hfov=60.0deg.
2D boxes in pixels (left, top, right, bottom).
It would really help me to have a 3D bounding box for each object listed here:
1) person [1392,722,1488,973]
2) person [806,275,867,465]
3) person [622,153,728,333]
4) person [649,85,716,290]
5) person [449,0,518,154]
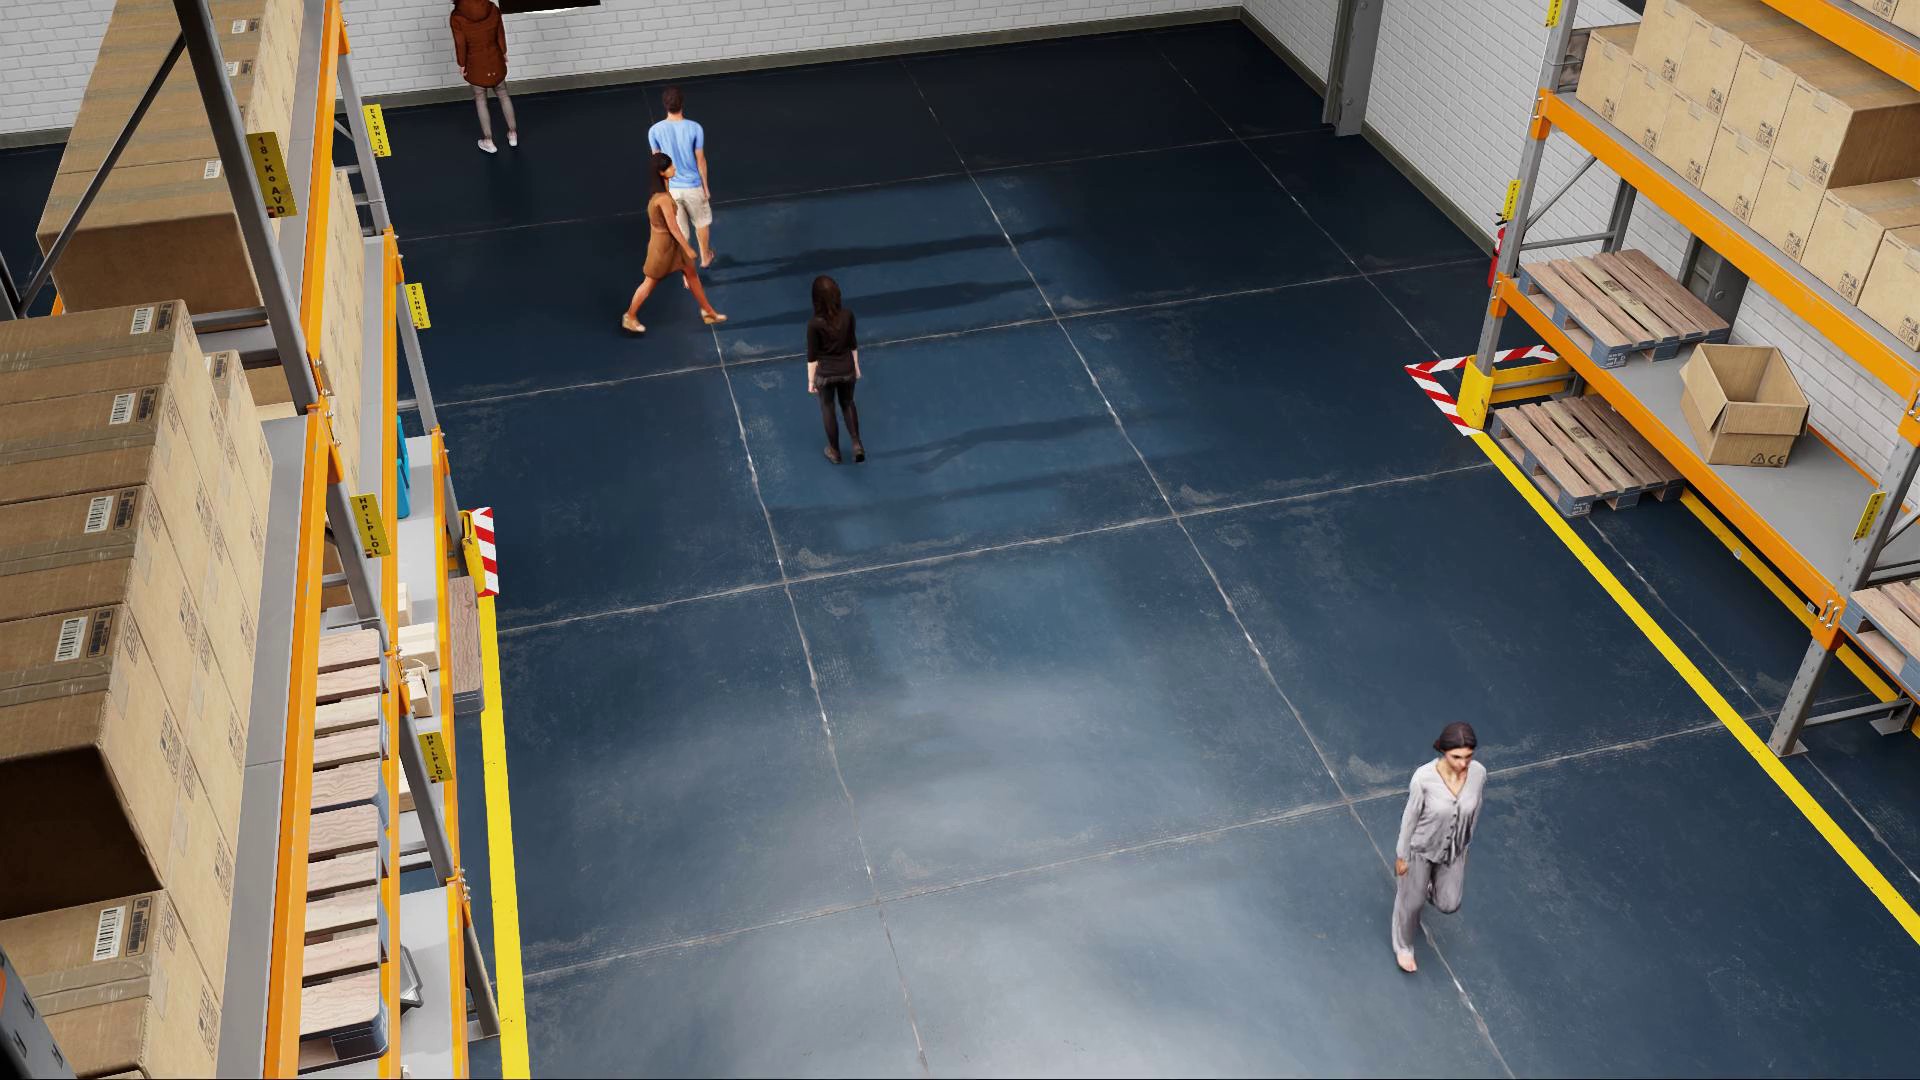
[{"bbox_3d":[2.519,1.584,8.985,0.646,1.764,0.756,-4,39,-5],"label":"person"},{"bbox_3d":[-0.917,-1.225,12.610,0.641,1.631,0.784,-15,41,-18],"label":"person"},{"bbox_3d":[-2.595,-2.453,14.141,0.742,1.639,1.104,-5,39,-6],"label":"person"},{"bbox_3d":[-2.461,-3.084,14.764,0.725,1.848,0.921,-3,39,-4],"label":"person"},{"bbox_3d":[-4.879,-4.891,17.035,0.812,1.837,0.823,-24,45,-27],"label":"person"}]
